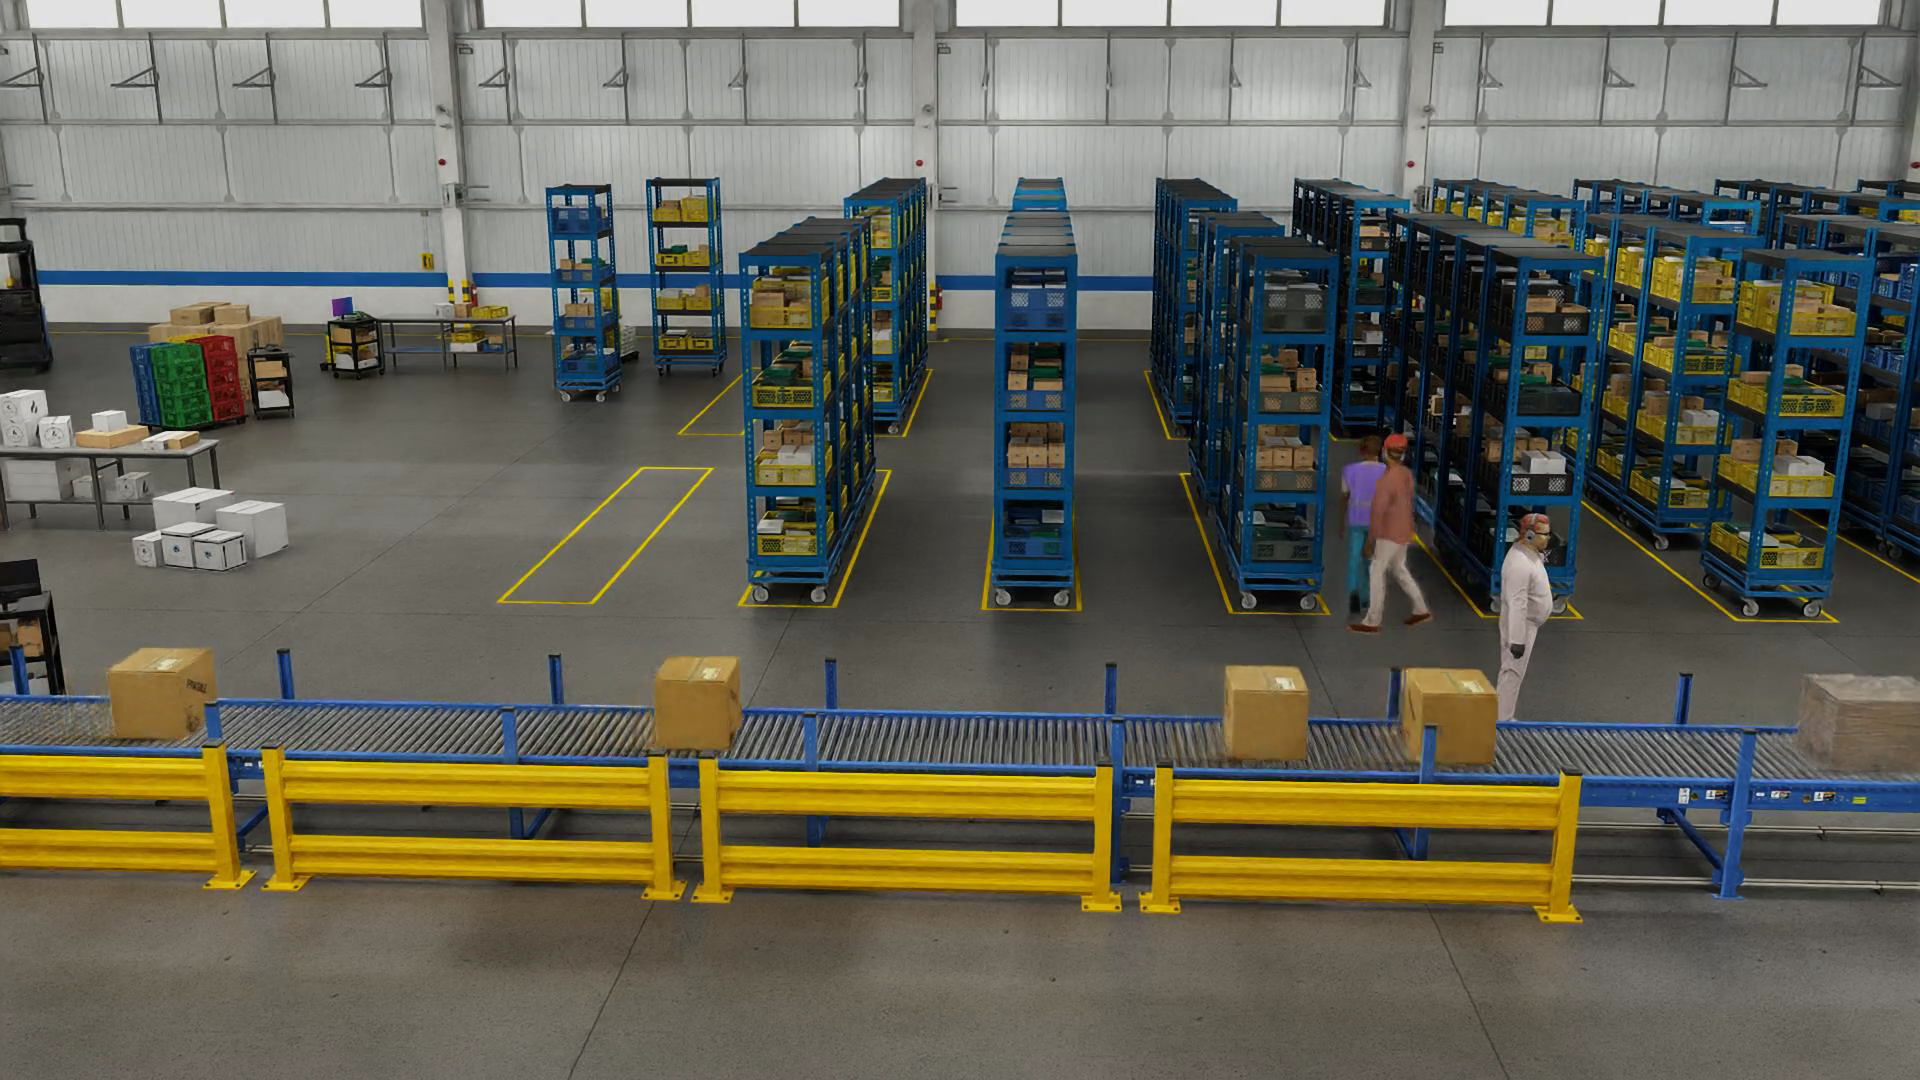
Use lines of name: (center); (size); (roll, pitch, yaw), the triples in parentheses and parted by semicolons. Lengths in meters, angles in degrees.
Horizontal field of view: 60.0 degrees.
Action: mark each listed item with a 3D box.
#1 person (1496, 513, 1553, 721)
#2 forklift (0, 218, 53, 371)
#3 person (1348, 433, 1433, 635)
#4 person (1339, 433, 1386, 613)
person: (4.508, 0.709, 13.298); (0.402, 1.904, 0.651); (6, 16, 21)
forklift: (-17.948, -4.650, 31.344); (1.129, 2.768, 1.873); (-7, 17, -25)
person: (4.183, -0.037, 16.006); (0.564, 1.963, 0.699); (12, 19, 37)
person: (4.078, -0.155, 16.654); (0.562, 1.822, 0.757); (4, 16, 15)
